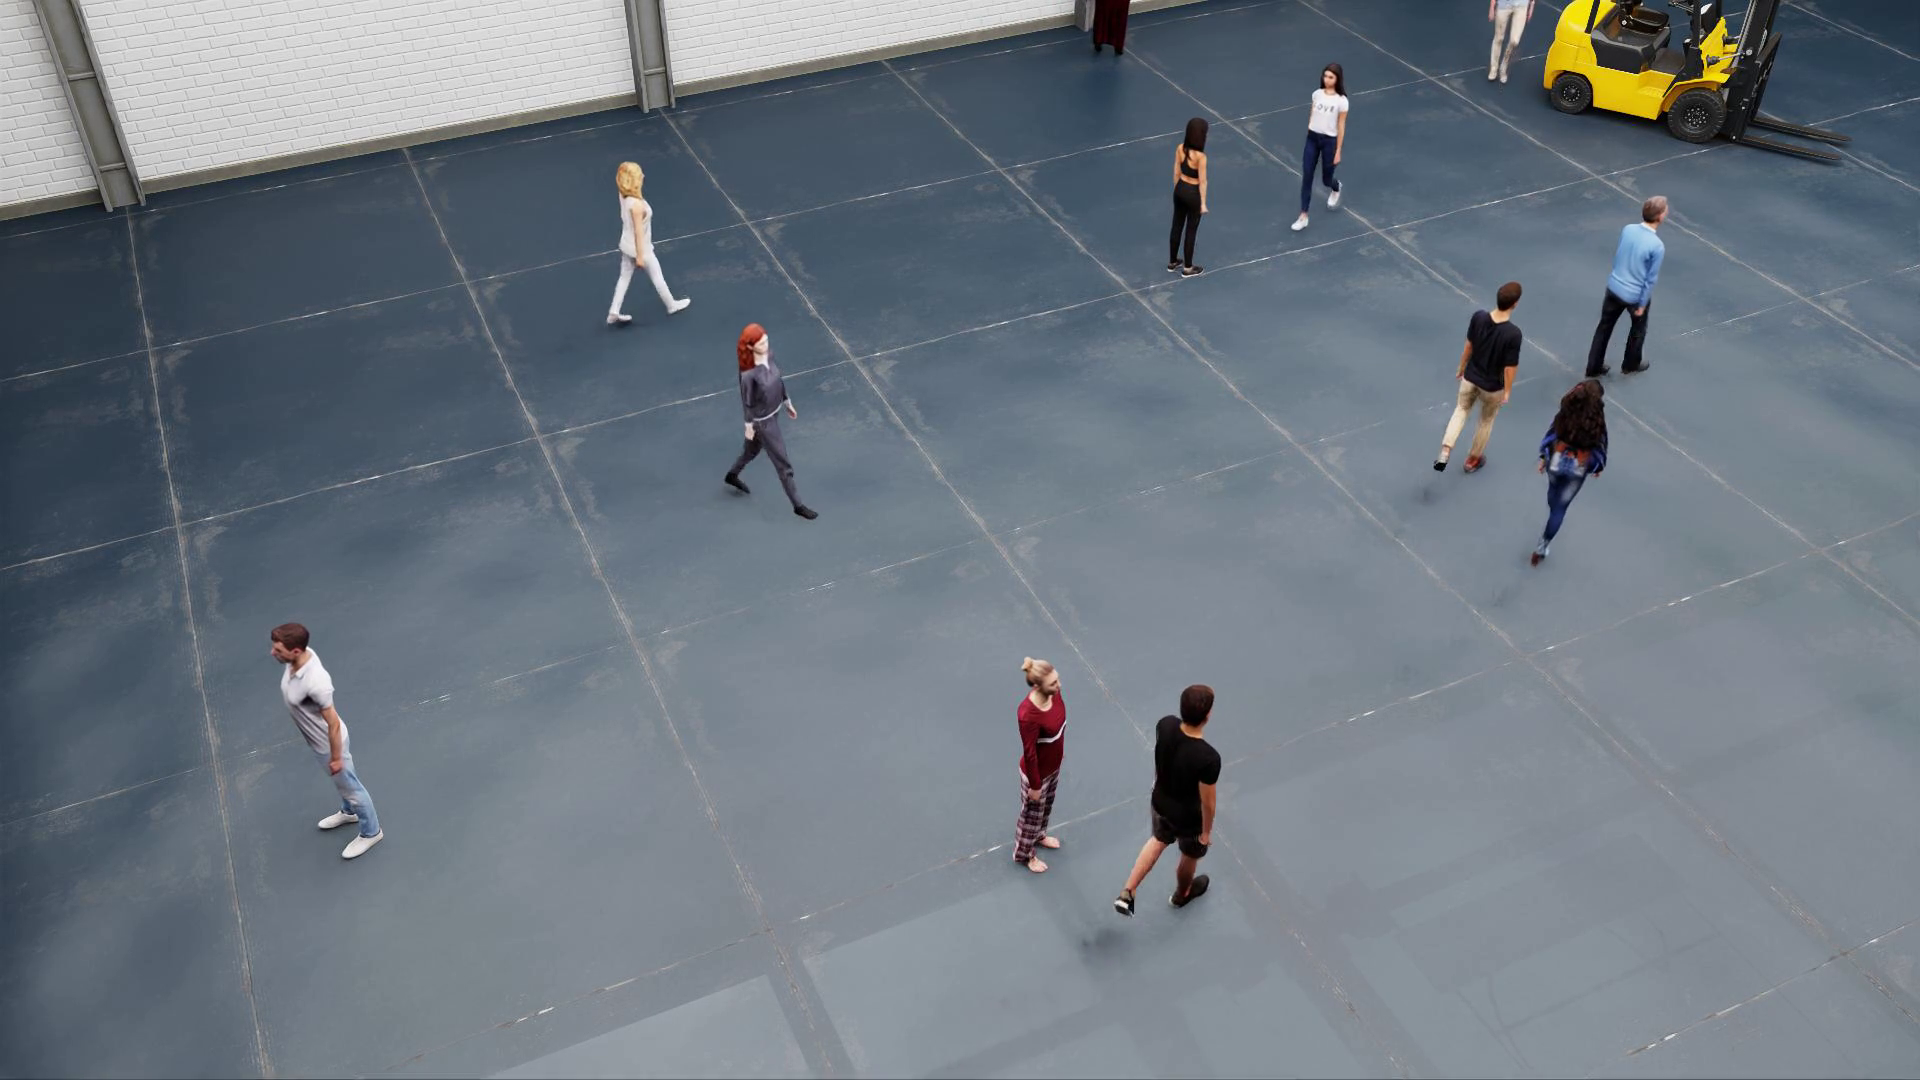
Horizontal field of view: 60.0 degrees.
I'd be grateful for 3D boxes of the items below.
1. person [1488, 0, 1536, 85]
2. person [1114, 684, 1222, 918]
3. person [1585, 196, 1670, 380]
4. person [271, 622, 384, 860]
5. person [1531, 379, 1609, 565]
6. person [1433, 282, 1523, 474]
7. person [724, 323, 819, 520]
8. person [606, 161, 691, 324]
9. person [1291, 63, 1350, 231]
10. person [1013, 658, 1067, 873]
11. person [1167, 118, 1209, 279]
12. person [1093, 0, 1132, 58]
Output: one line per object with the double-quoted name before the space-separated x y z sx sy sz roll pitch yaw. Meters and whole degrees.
"person" 6.722 -6.512 20.232 0.810 1.832 0.877 11 40 14
"person" 1.253 1.635 10.023 1.090 1.841 0.865 -28 46 -30
"person" 5.920 -2.218 14.883 0.881 1.798 0.709 -21 43 -25
"person" -4.010 1.233 10.519 0.621 1.851 0.693 -27 46 -29
"person" 4.681 -0.505 12.909 0.913 1.584 1.082 26 45 28
"person" 4.258 -1.273 13.667 0.858 1.839 1.007 30 47 32
"person" -1.650 -0.987 13.395 1.159 1.732 1.119 15 41 17
"person" -3.134 -2.759 15.693 1.106 1.632 0.730 -22 44 -25
"person" 3.817 -4.107 17.285 0.894 1.753 1.136 28 46 30
"person" 0.506 1.395 10.447 0.736 1.689 0.652 16 41 19
"person" 2.256 -3.395 16.483 0.595 1.641 0.619 -30 47 -32
"person" 1.926 -6.951 20.842 0.786 1.758 0.853 11 40 13
